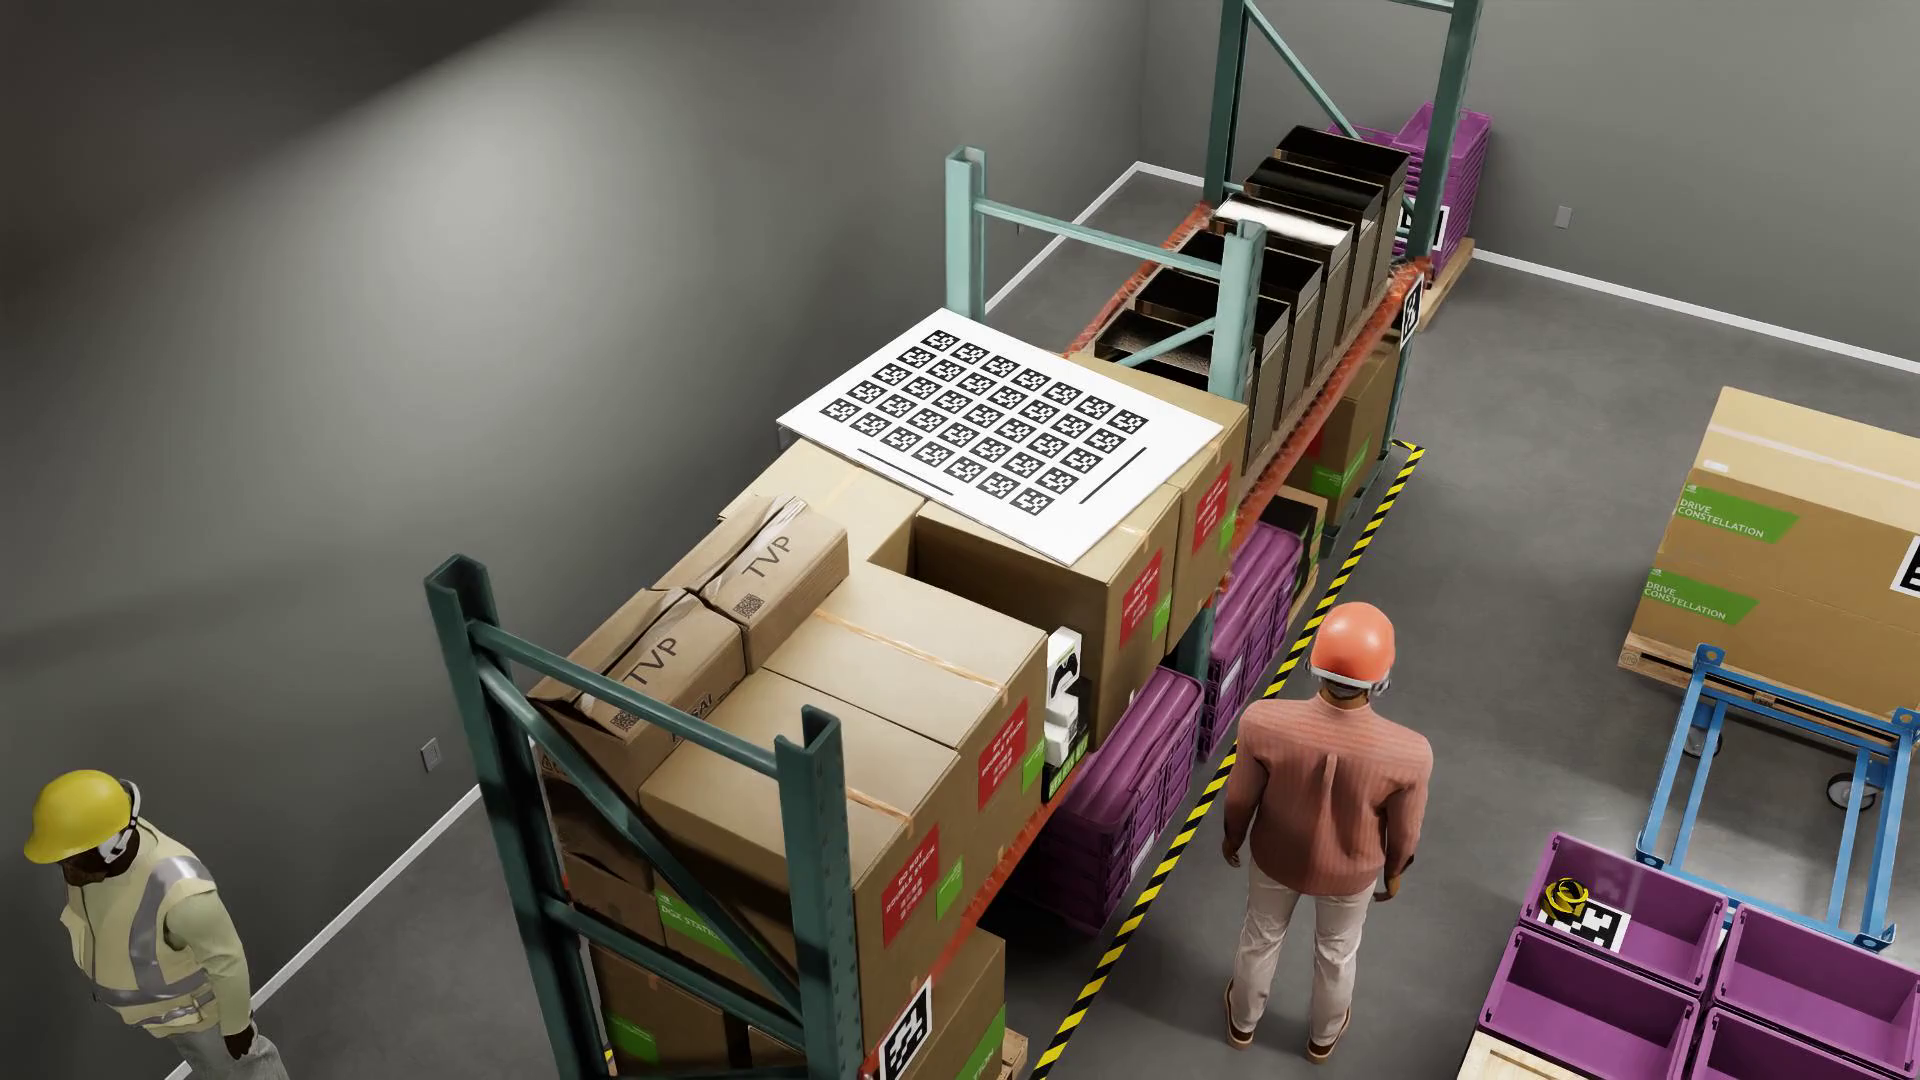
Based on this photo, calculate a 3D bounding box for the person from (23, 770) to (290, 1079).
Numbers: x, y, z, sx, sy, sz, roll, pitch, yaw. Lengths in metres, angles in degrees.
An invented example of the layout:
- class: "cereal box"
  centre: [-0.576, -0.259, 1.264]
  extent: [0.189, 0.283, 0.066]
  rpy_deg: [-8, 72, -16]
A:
- class: "person"
  centre: [-2.402, 1.346, 5.073]
  extent: [0.601, 1.830, 0.404]
  rpy_deg: [22, 45, 24]

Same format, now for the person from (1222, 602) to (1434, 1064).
- class: "person"
  centre: [1.148, 0.989, 5.377]
  extent: [0.611, 1.993, 0.384]
  rpy_deg: [11, 41, 12]
